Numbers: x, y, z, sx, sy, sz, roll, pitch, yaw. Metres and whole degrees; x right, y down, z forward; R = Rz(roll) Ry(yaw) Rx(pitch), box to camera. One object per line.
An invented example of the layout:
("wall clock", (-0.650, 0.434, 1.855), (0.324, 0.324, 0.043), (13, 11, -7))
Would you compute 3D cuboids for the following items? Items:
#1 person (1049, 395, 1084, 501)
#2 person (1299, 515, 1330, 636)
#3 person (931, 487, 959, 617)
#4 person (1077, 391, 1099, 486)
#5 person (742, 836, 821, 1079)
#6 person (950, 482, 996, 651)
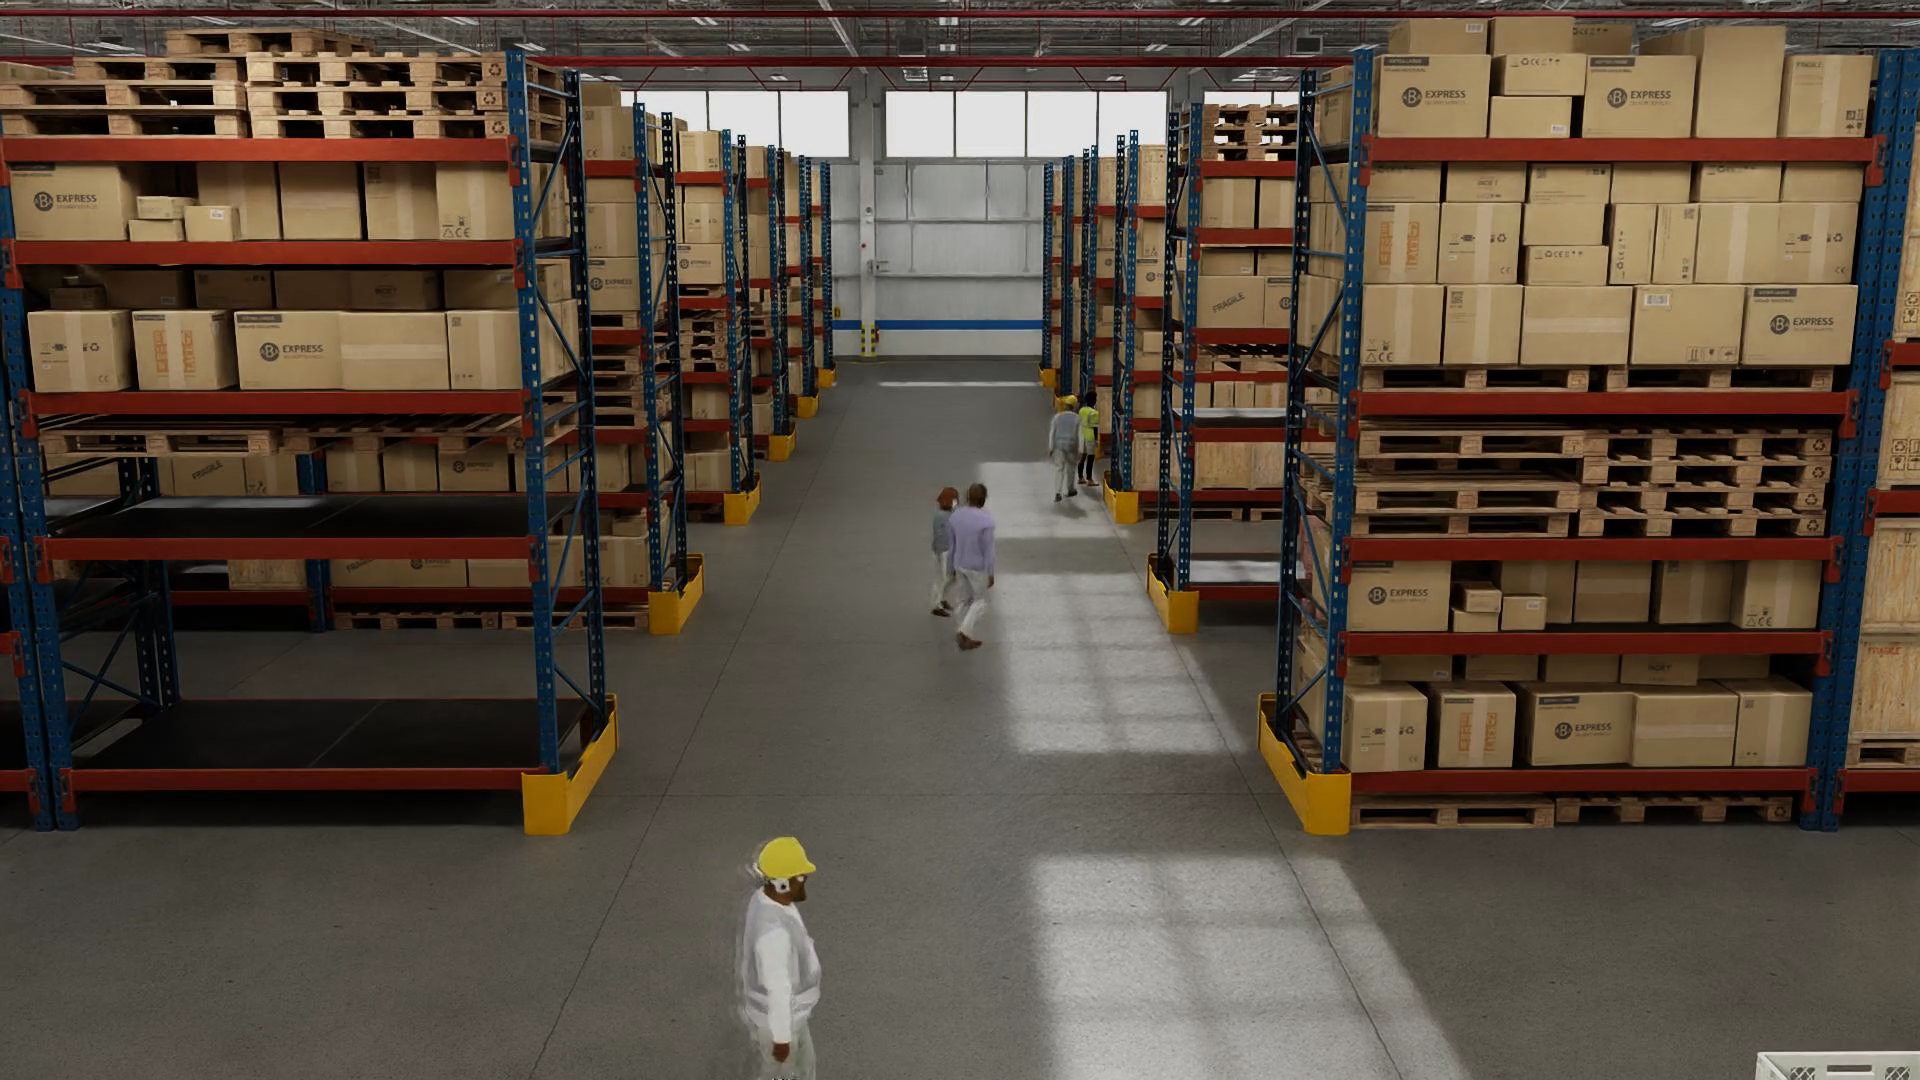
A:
("person", (1.802, -1.555, 28.182), (0.624, 1.786, 0.923), (4, 12, 18))
("person", (4.099, 0.271, 18.781), (0.409, 1.907, 0.651), (-5, 12, -23))
("person", (-0.166, 0.145, 20.126), (0.379, 1.610, 0.545), (6, 13, 28))
("person", (2.287, -1.803, 29.604), (0.319, 1.692, 0.536), (-6, 13, -29))
("person", (-1.001, 2.391, 8.540), (0.752, 1.811, 0.602), (-2, 12, -8))
("person", (0.125, 0.318, 18.512), (0.666, 1.919, 0.488), (9, 14, 38))
